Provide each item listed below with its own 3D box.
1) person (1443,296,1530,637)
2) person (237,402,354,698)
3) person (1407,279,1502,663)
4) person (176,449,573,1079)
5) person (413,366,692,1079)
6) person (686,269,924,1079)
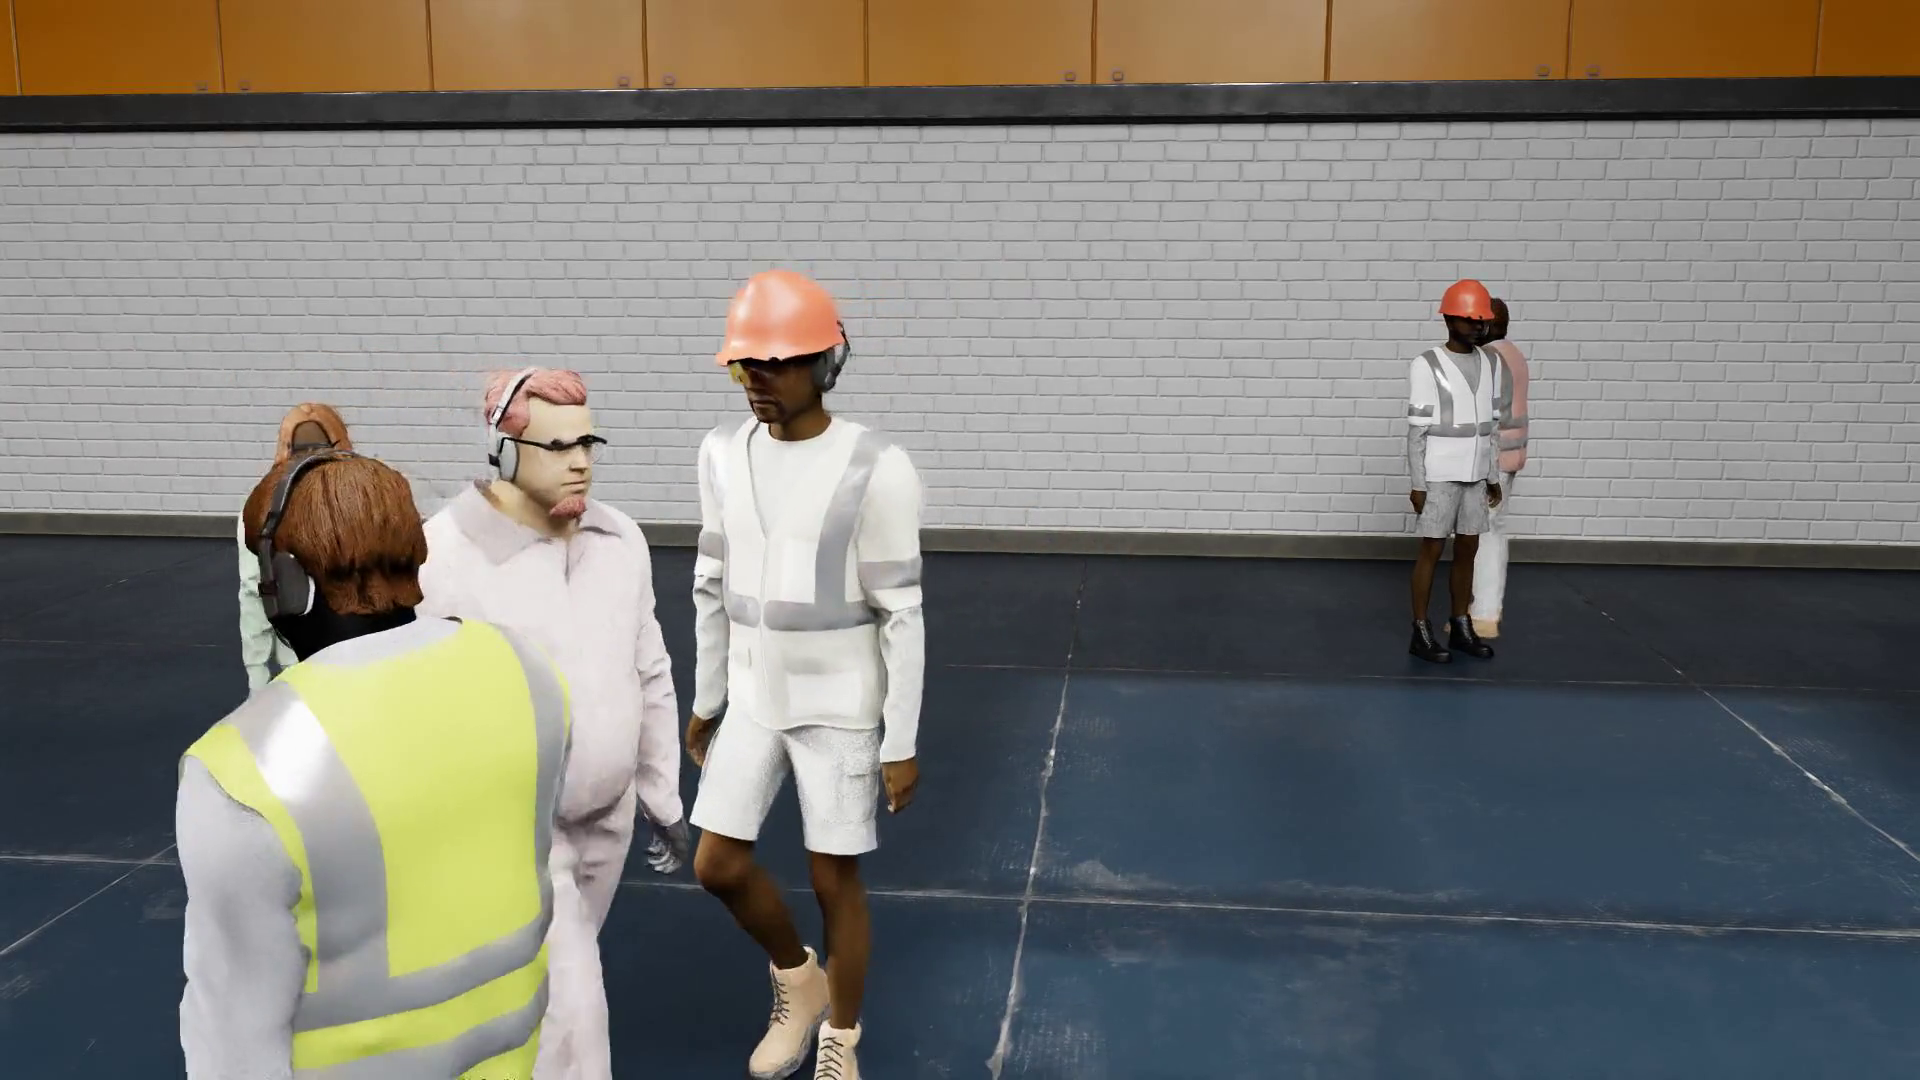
[{"bbox_3d":[2.850,-0.407,9.053,0.431,1.841,0.632,7,12,34],"label":"person"},{"bbox_3d":[-1.904,0.388,5.066,0.529,1.620,0.355,-2,10,-12],"label":"person"},{"bbox_3d":[2.507,-0.338,8.385,0.541,1.931,0.376,-4,11,-24],"label":"person"},{"bbox_3d":[-0.746,0.781,2.296,0.734,1.821,0.645,6,12,32],"label":"person"},{"bbox_3d":[-0.882,0.561,3.451,0.991,1.860,0.654,7,12,34],"label":"person"},{"bbox_3d":[-0.386,0.391,3.902,0.662,2.028,0.430,6,11,30],"label":"person"}]
